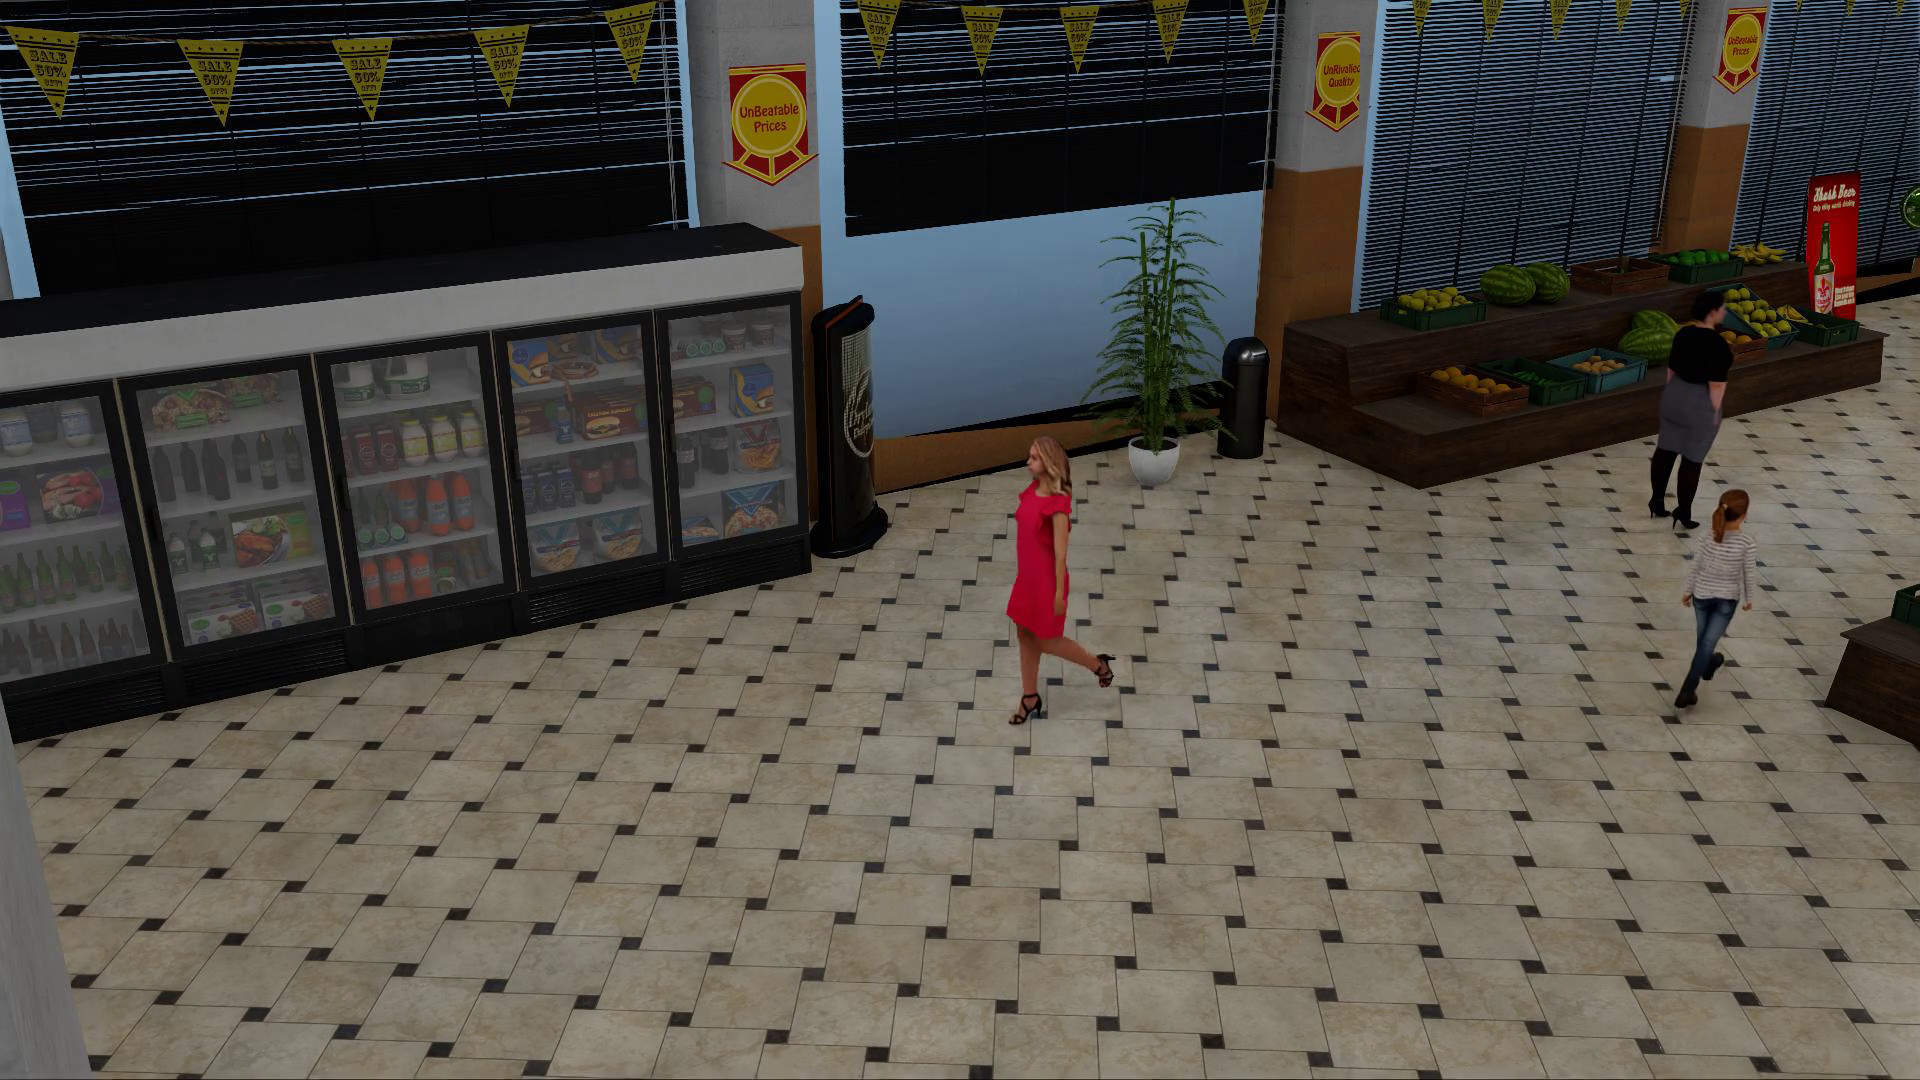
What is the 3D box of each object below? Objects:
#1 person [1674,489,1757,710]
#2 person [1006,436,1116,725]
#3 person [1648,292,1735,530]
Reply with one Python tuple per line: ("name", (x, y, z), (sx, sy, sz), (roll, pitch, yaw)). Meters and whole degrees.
("person", (4.318, 0.368, 9.553), (0.693, 1.280, 0.993), (18, 28, 38))
("person", (0.542, 0.233, 9.315), (0.903, 1.709, 0.650), (-8, 23, -19))
("person", (5.362, -0.957, 12.213), (0.684, 1.756, 0.713), (-7, 23, -18))
